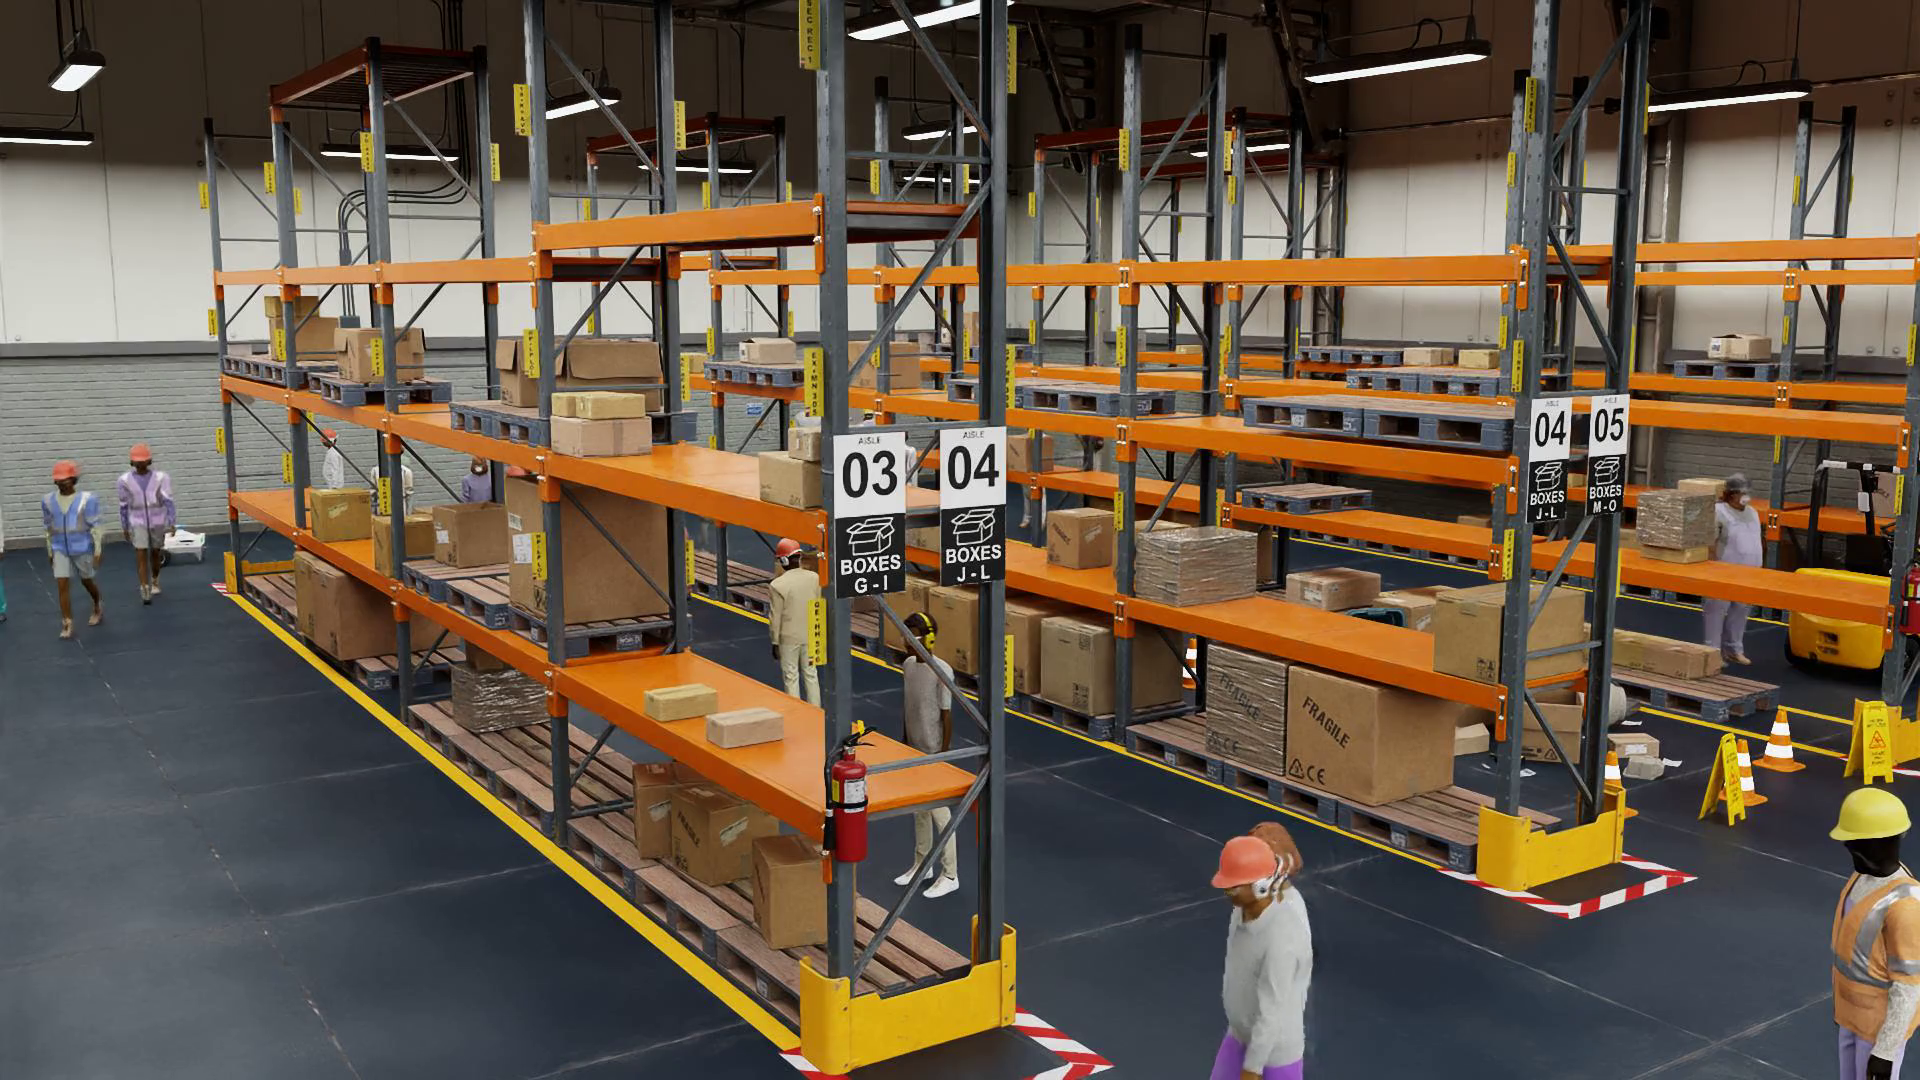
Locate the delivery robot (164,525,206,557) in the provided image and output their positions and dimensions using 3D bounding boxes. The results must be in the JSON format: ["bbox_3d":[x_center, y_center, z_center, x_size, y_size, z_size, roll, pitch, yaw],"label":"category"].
[{"bbox_3d":[-11.172,0.033,23.758,0.707,0.478,0.477,-3,9,-21],"label":"delivery robot"}]

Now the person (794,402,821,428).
[{"bbox_3d":[-2.822,-1.787,31.699,0.643,1.912,0.410,1,9,7],"label":"person"}]

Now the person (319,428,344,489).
[{"bbox_3d":[-9.938,-0.898,26.339,0.348,1.743,0.566,-3,9,-21],"label":"person"}]

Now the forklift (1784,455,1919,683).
[{"bbox_3d":[9.643,0.253,17.172,2.313,2.155,1.214,-6,10,-33],"label":"forklift"}]

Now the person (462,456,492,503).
[{"bbox_3d":[-6.688,-0.378,23.227,0.507,1.631,0.276,-2,9,-16],"label":"person"}]

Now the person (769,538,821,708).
[{"bbox_3d":[-1.478,0.844,14.769,0.551,1.735,0.380,-8,11,-41],"label":"person"}]

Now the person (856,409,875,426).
[{"bbox_3d":[-1.682,-1.571,30.512,0.600,1.830,0.403,-5,10,-30],"label":"person"}]

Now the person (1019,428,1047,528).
[{"bbox_3d":[1.215,-1.089,27.321,0.627,1.837,0.429,6,10,35],"label":"person"}]

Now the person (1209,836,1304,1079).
[{"bbox_3d":[1.197,2.043,6.901,0.933,1.688,0.572,-2,9,-10],"label":"person"}]

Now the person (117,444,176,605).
[{"bbox_3d":[-10.295,-0.226,21.059,0.609,2.000,1.029,-5,10,-28],"label":"person"}]

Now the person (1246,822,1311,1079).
[{"bbox_3d":[1.346,2.020,7.258,0.282,1.633,0.501,-3,9,-19],"label":"person"}]

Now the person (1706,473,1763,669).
[{"bbox_3d":[8.047,0.314,17.270,0.693,2.000,0.535,-3,9,-20],"label":"person"}]

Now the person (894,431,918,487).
[{"bbox_3d":[-0.898,-0.795,25.202,0.575,1.880,0.358,4,10,27],"label":"person"}]

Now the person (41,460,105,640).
[{"bbox_3d":[-10.098,0.074,18.987,0.615,2.013,0.959,-1,9,-9],"label":"person"}]

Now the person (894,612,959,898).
[{"bbox_3d":[-0.216,1.380,10.795,0.325,1.861,0.503,-7,11,-38],"label":"person"}]

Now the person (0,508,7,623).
[{"bbox_3d":[-11.511,0.117,19.541,0.533,1.756,0.341,-1,9,-4],"label":"person"}]

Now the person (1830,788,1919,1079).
[{"bbox_3d":[3.710,1.947,6.807,0.376,1.918,0.584,2,9,12],"label":"person"}]

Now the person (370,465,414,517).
[{"bbox_3d":[-7.577,-0.359,22.161,0.585,1.917,0.380,1,9,6],"label":"person"}]

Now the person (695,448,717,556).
[{"bbox_3d":[-3.667,-0.552,24.505,0.526,1.582,0.796,-8,11,-42],"label":"person"}]
